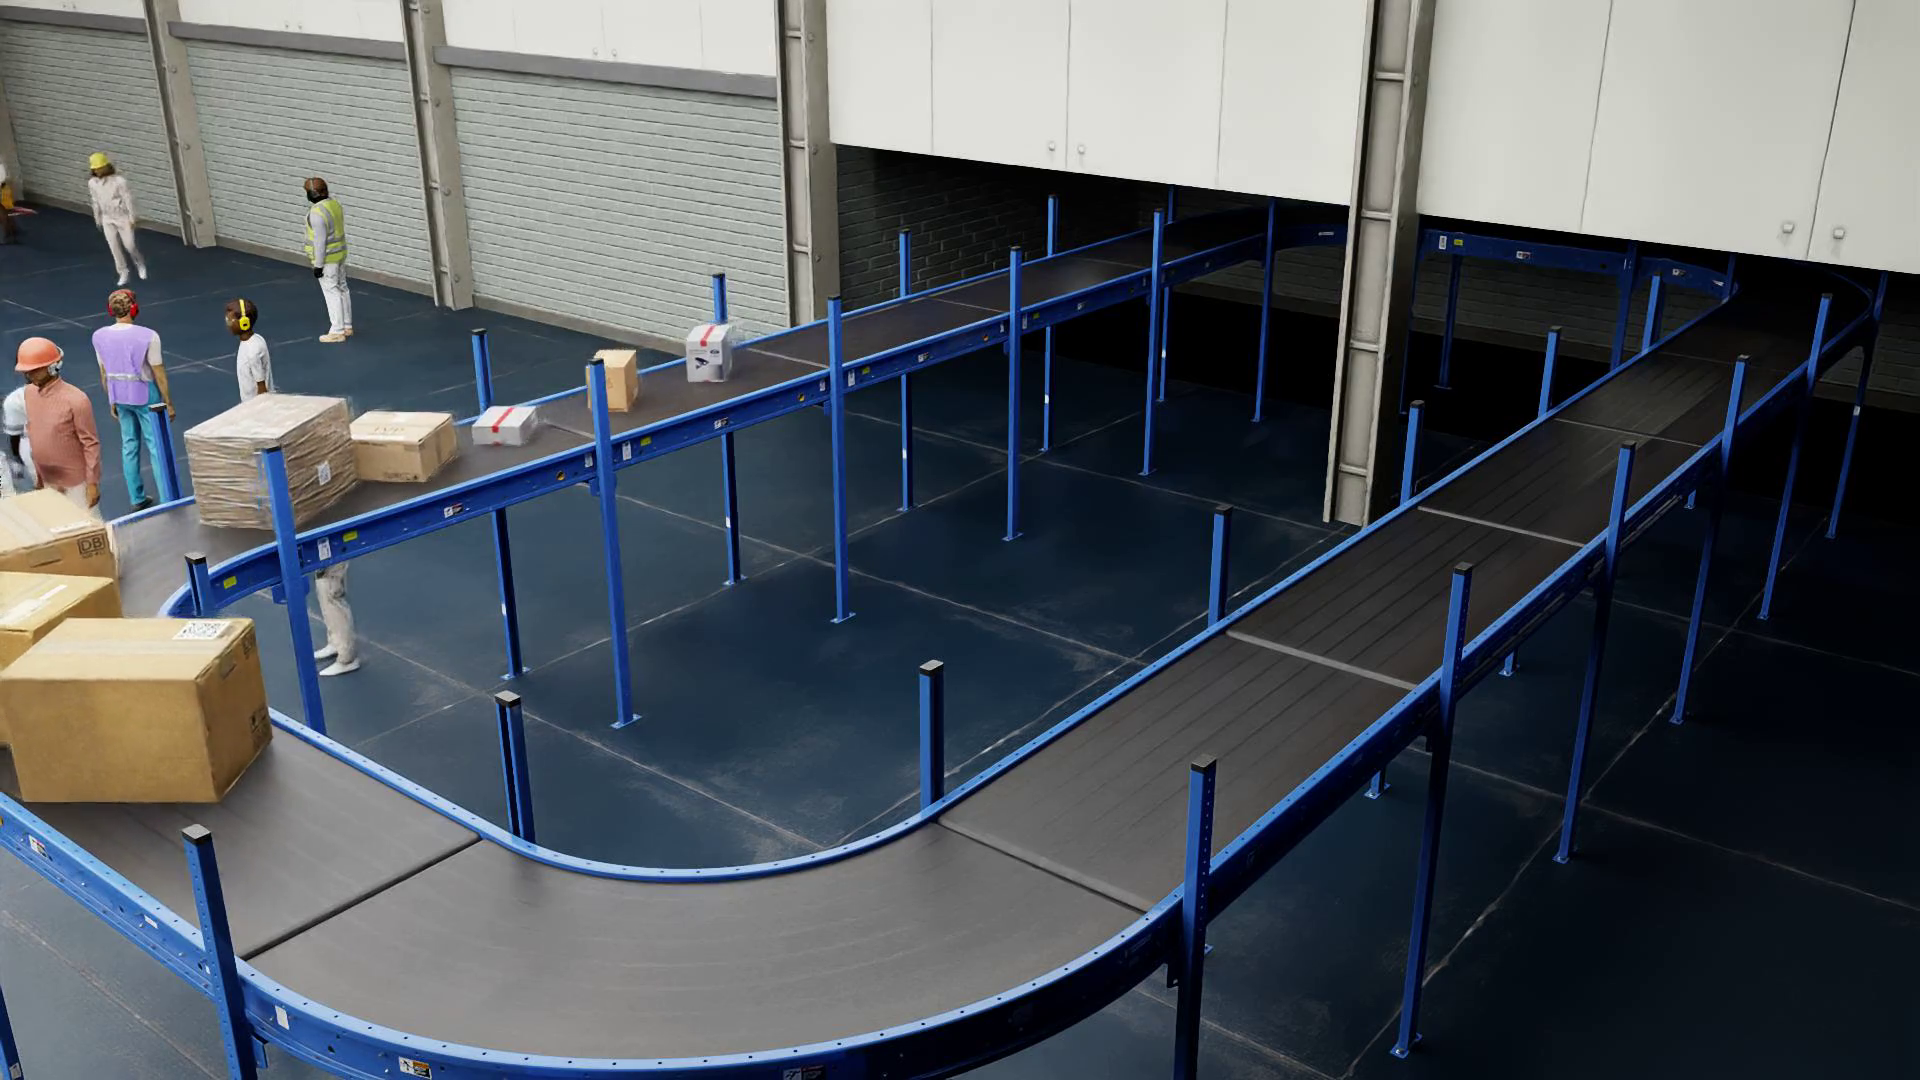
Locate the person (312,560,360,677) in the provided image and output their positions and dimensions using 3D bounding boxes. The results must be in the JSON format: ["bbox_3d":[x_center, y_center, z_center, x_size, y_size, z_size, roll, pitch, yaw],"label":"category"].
[{"bbox_3d":[-4.106,0.067,10.786,0.337,1.633,0.542,-9,23,-22],"label":"person"}]

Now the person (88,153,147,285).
[{"bbox_3d":[-10.828,-4.122,21.333,0.516,1.708,0.541,0,21,0],"label":"person"}]

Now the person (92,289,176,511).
[{"bbox_3d":[-6.689,-1.114,13.521,0.561,1.838,0.389,3,22,8],"label":"person"}]

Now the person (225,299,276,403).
[{"bbox_3d":[-5.561,-0.991,13.156,0.328,1.872,0.513,-10,24,-23],"label":"person"}]

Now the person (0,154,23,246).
[{"bbox_3d":[-13.777,-5.135,23.613,0.430,1.919,0.553,-7,23,-18],"label":"person"}]

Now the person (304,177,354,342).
[{"bbox_3d":[-7.109,-3.149,18.685,0.429,1.840,0.624,1,21,2],"label":"person"}]

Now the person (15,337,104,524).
[{"bbox_3d":[-6.252,-0.453,11.625,0.609,1.993,0.384,9,23,21],"label":"person"}]
